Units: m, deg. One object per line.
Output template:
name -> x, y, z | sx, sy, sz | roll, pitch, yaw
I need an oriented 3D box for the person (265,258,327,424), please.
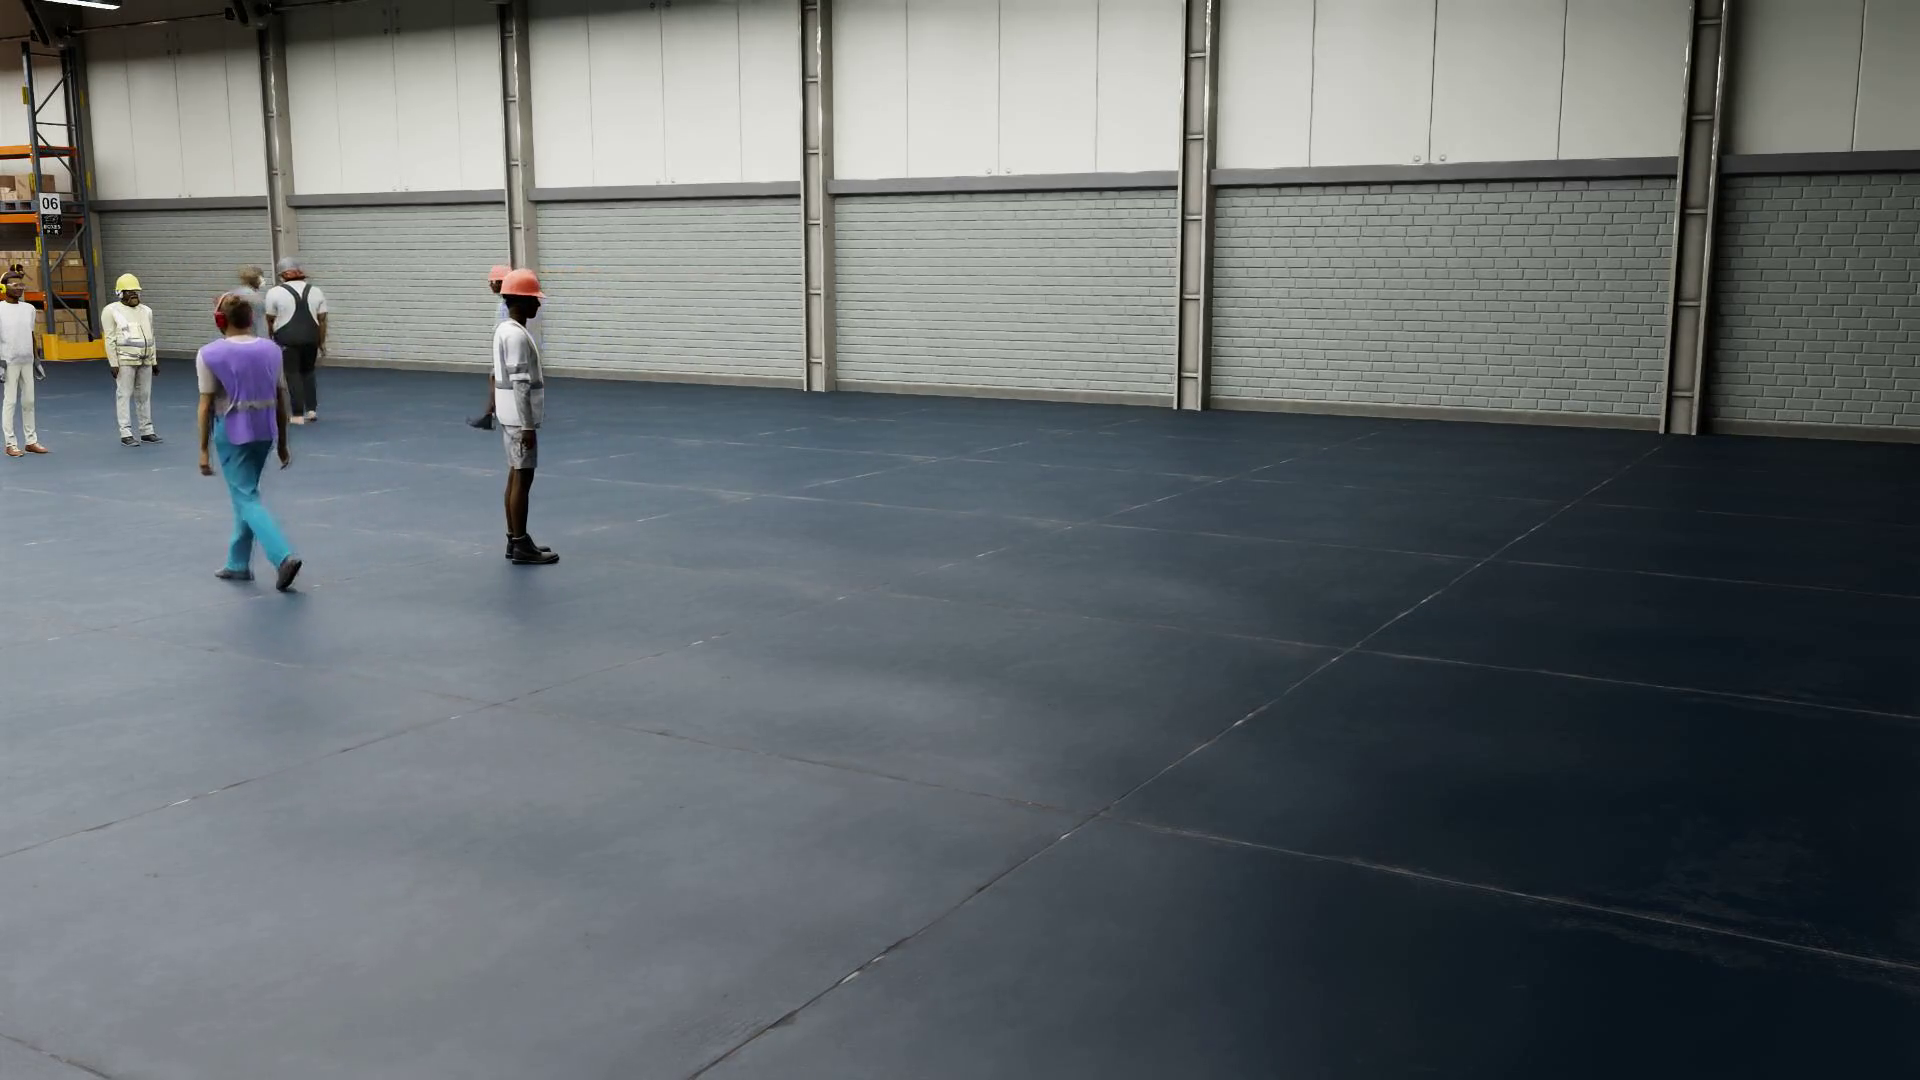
person -> -8.108, -2.435, 20.195 | 0.721, 2.000, 0.688 | 9, 13, 43

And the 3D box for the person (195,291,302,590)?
person -> -4.333, -0.603, 10.140 | 0.869, 1.819, 0.574 | 6, 11, 29

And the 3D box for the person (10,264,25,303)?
person -> -17.910, -4.311, 31.676 | 0.336, 1.873, 0.521 | -6, 11, -32

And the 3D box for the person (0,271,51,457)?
person -> -9.566, -1.789, 16.901 | 0.328, 1.877, 0.513 | 4, 11, 24

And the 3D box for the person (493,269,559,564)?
person -> -2.873, -0.807, 10.967 | 0.351, 1.935, 0.552 | -4, 10, -22

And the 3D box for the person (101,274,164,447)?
person -> -8.840, -1.922, 17.802 | 0.403, 1.833, 0.591 | 4, 11, 24

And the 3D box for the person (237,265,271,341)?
person -> -8.210, -2.256, 19.498 | 0.491, 1.919, 0.662 | -7, 12, -34

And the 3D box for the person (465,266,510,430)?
person -> -5.398, -2.226, 19.376 | 0.896, 1.899, 0.566 | -2, 10, -12
